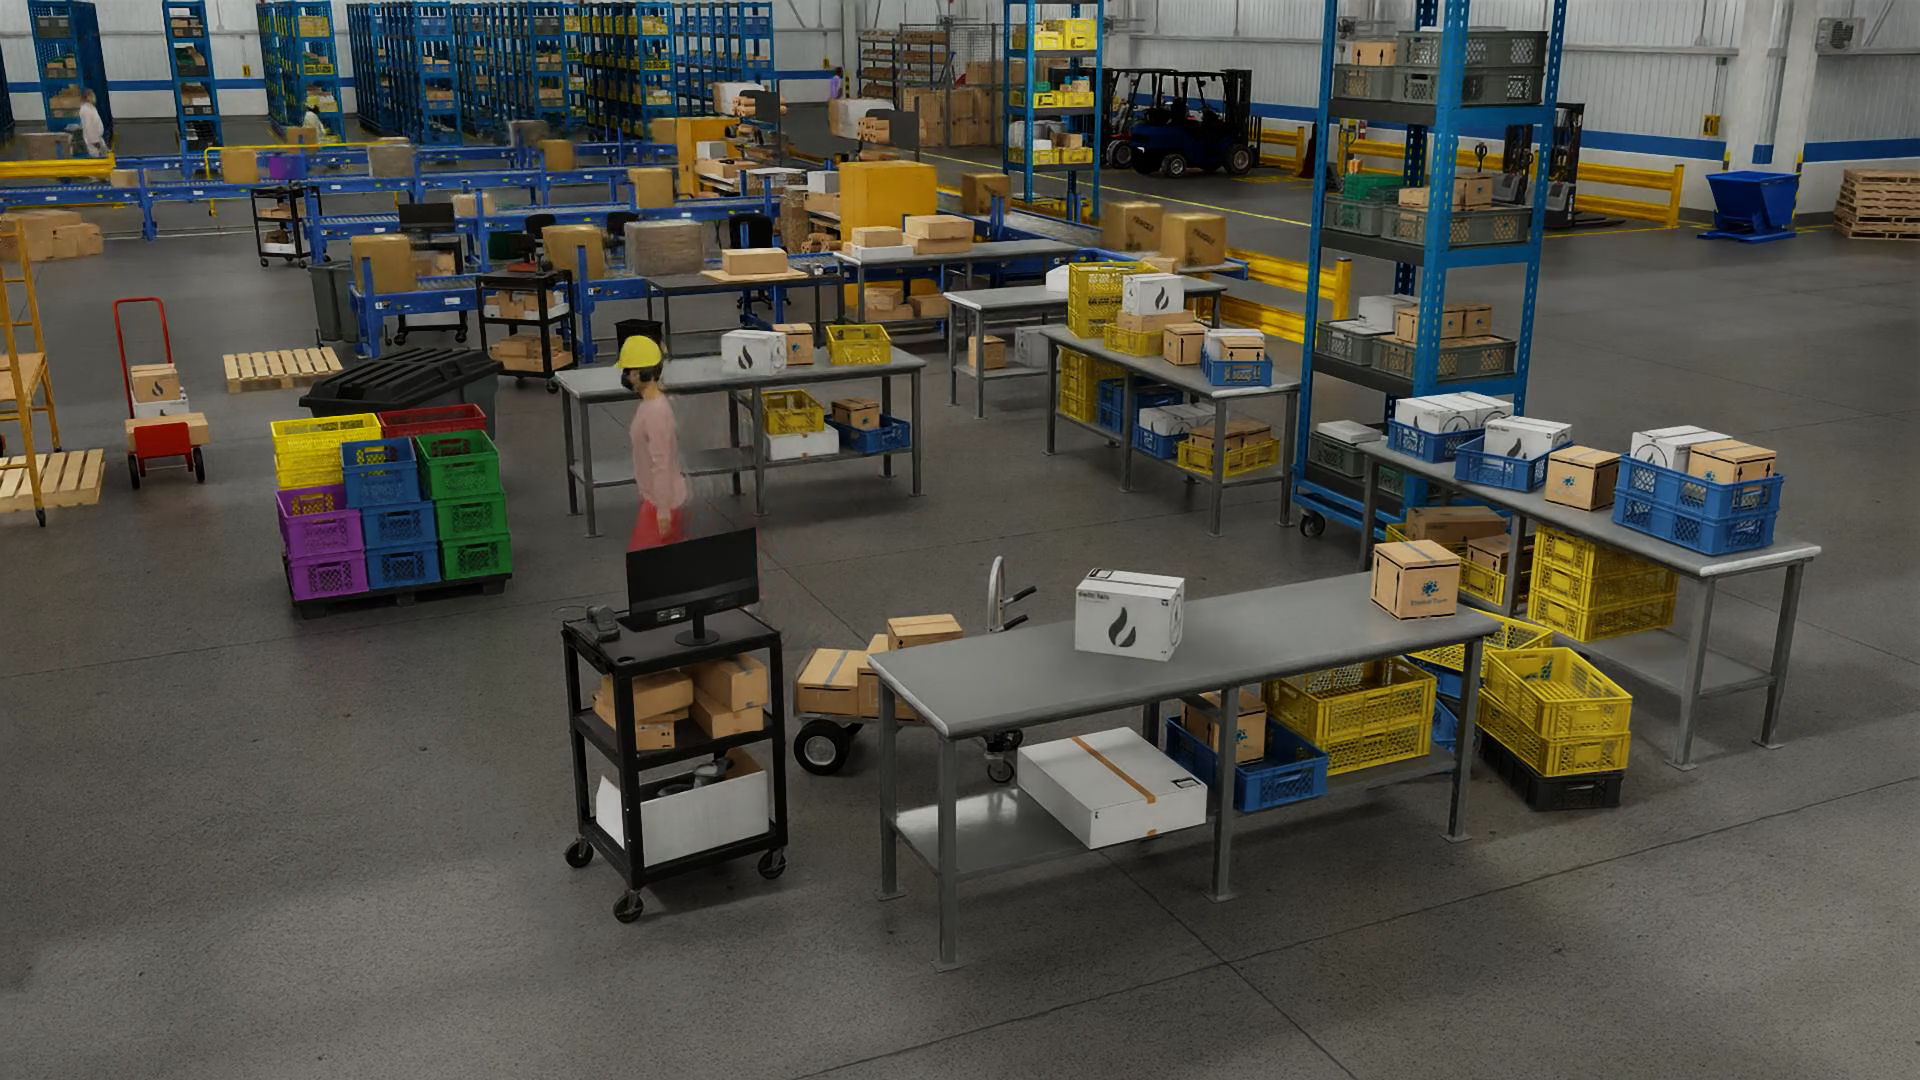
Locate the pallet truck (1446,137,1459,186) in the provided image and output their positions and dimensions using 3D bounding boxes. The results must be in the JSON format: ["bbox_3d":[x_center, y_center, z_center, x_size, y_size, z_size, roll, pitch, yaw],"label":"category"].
[{"bbox_3d":[9.184,-6.485,29.328,1.630,1.274,0.653,-8,19,-23],"label":"pallet truck"}]

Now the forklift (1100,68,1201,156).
[{"bbox_3d":[4.082,-9.564,37.410,2.680,1.987,1.157,-8,19,-23],"label":"forklift"}]

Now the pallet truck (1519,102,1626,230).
[{"bbox_3d":[9.972,-6.037,26.785,1.885,1.965,0.823,-9,20,-25],"label":"pallet truck"}]

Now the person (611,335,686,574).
[{"bbox_3d":[-1.620,-0.217,8.848,0.398,1.751,0.545,-4,18,-12],"label":"person"}]

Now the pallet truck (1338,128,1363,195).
[{"bbox_3d":[7.845,-7.140,31.411,1.522,1.261,0.704,-9,20,-25],"label":"pallet truck"}]

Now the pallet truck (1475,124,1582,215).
[{"bbox_3d":[9.707,-6.455,28.103,1.885,1.965,0.823,-7,19,-20],"label":"pallet truck"}]

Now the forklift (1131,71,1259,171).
[{"bbox_3d":[4.998,-8.936,35.413,2.680,1.987,1.157,-9,20,-25],"label":"forklift"}]

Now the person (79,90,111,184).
[{"bbox_3d":[-17.172,-8.011,33.186,0.664,1.883,0.668,-5,18,-16],"label":"person"}]

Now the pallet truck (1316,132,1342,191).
[{"bbox_3d":[7.723,-7.504,32.656,1.601,1.201,0.680,-8,19,-23],"label":"pallet truck"}]

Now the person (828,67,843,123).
[{"bbox_3d":[-3.606,-13.055,49.170,0.444,1.824,0.588,-10,20,-29],"label":"person"}]

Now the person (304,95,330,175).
[{"bbox_3d":[-12.748,-7.808,32.685,0.828,1.808,0.592,-6,19,-19],"label":"person"}]
